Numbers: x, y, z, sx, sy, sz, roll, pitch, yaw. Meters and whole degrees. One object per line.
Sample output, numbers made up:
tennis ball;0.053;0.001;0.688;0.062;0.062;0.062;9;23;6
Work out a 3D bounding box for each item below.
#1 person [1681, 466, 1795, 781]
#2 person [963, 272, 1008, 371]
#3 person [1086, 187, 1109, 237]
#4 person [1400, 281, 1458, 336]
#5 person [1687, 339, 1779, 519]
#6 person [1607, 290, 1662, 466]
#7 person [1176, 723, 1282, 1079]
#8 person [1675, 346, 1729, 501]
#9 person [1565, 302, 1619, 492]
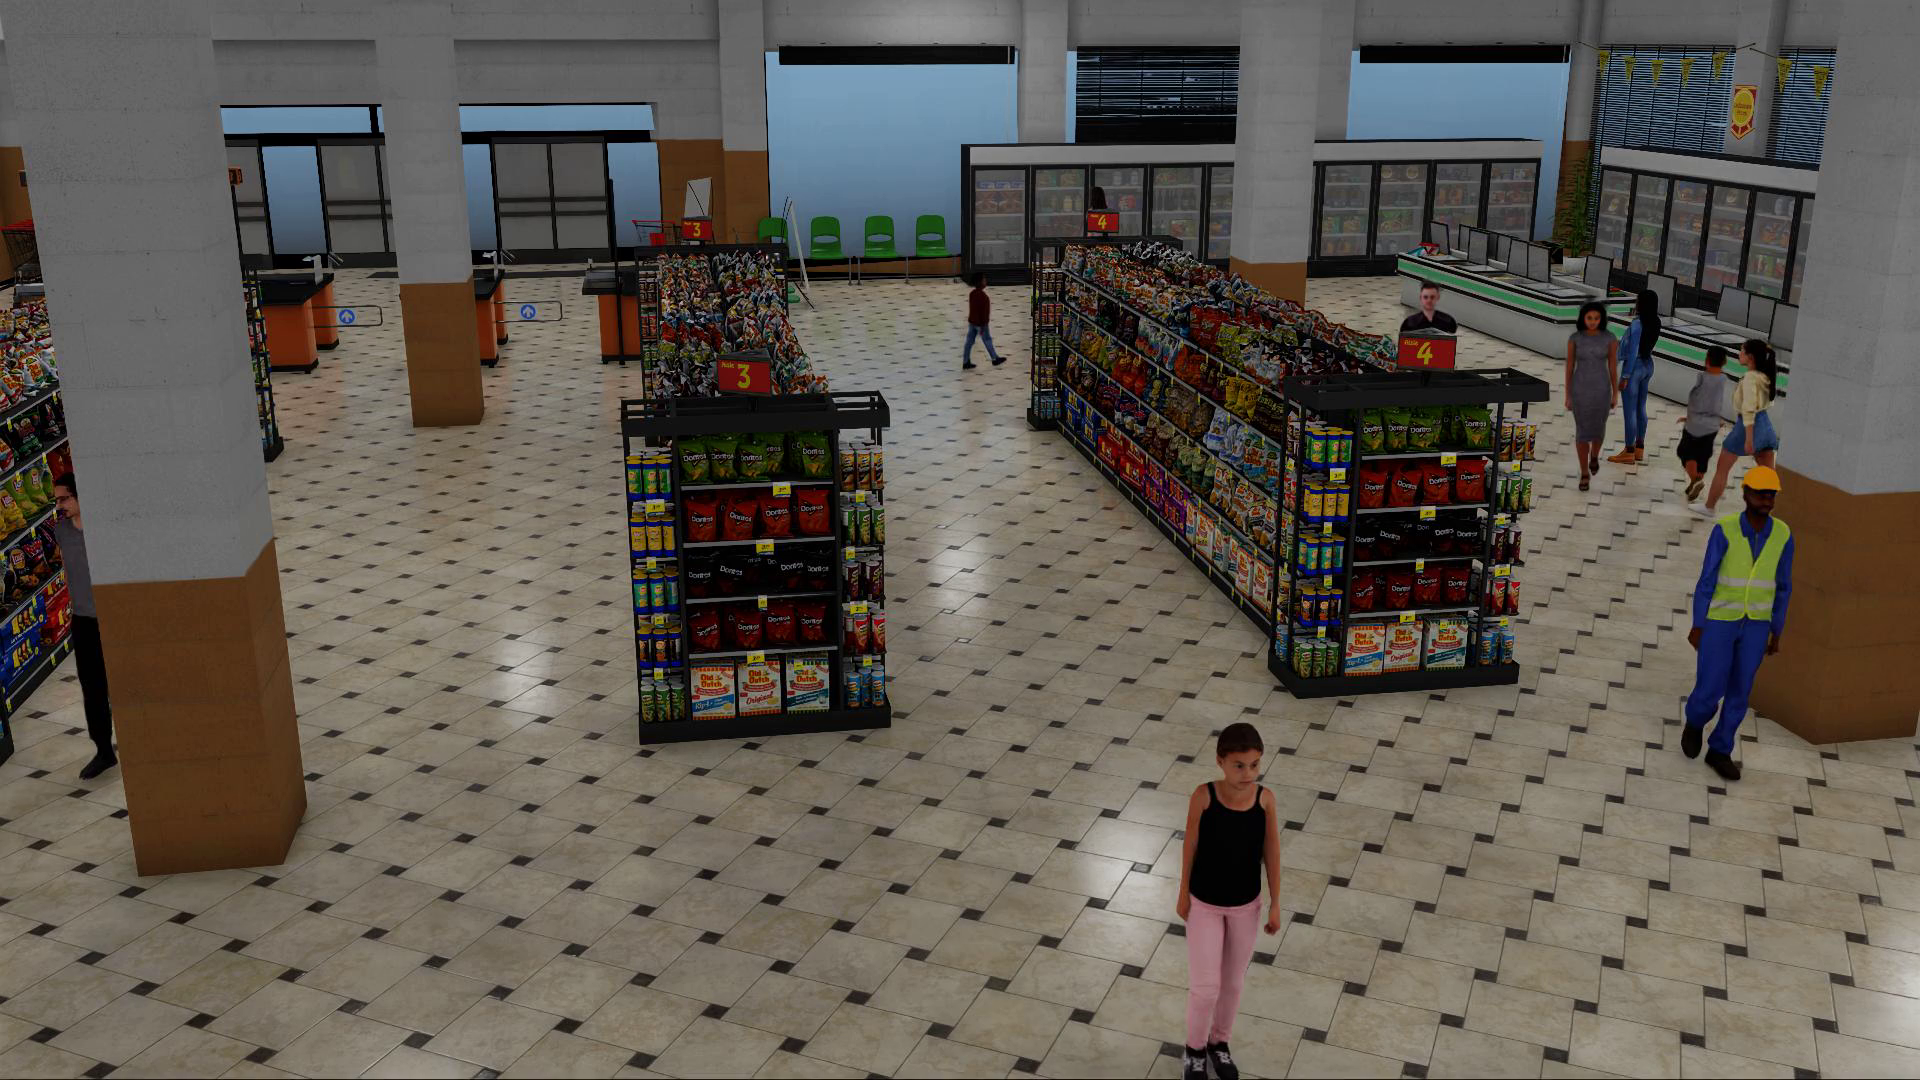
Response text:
person;4.370;0.442;9.440;0.743;1.803;0.779;0;17;1
person;0.179;-2.714;20.832;0.798;1.223;0.855;-12;21;-35
person;2.215;-4.835;26.918;0.694;1.746;0.671;16;23;42
person;4.500;-1.588;16.091;0.835;1.824;1.023;2;17;5
person;6.792;-0.856;14.095;1.057;1.582;1.280;-14;22;-39
person;6.664;-1.612;16.359;0.684;1.713;0.693;-15;22;-40
person;1.040;1.421;6.644;0.555;1.555;0.582;-2;17;-6
person;6.764;-1.082;15.078;0.758;1.443;0.899;2;17;6
person;5.816;-1.333;15.363;0.833;1.759;0.907;5;18;17
